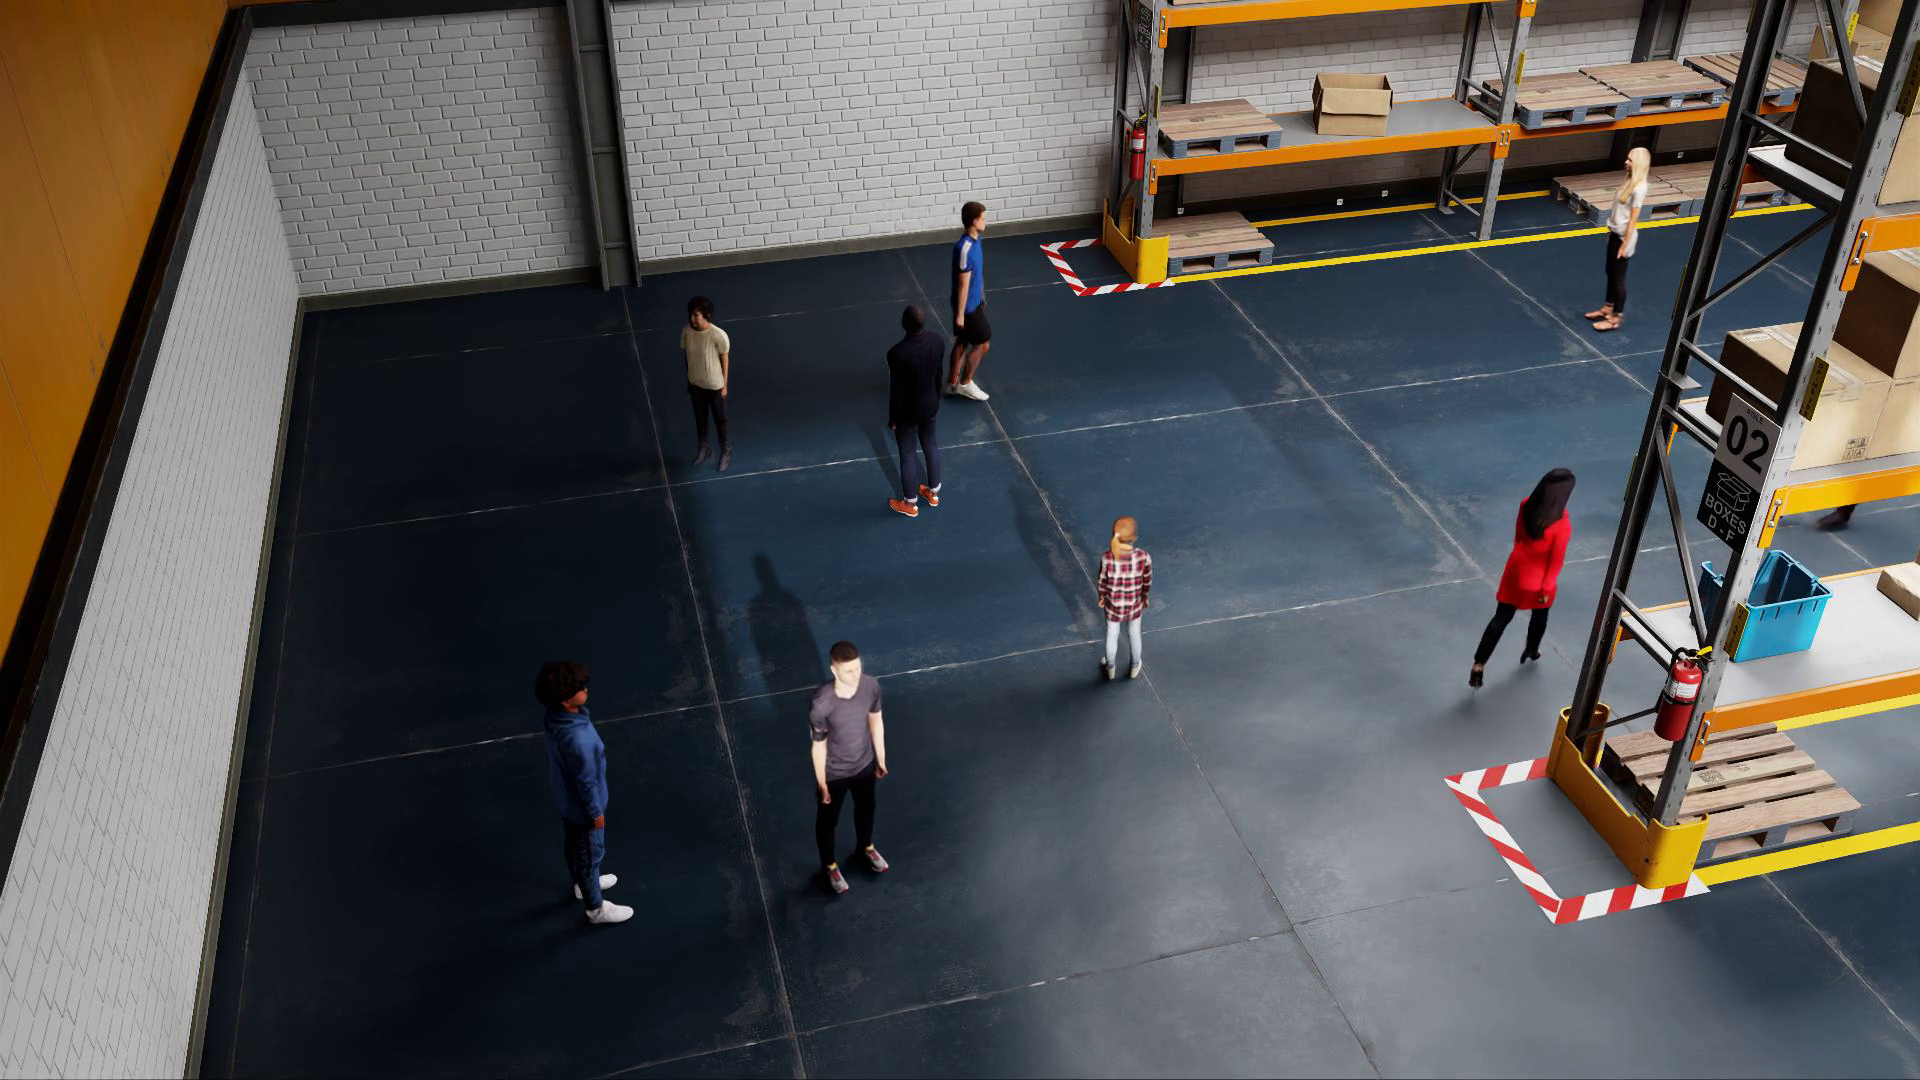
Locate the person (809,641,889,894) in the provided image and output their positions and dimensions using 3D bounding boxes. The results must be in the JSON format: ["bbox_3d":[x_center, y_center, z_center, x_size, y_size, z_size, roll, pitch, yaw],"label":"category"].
[{"bbox_3d":[-0.663,1.307,9.806,0.602,1.762,0.764,-22,39,-29],"label":"person"}]

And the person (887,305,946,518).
[{"bbox_3d":[-0.349,-1.042,13.288,0.704,1.819,0.840,-26,41,-33],"label":"person"}]

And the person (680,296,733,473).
[{"bbox_3d":[-2.110,-1.316,13.909,0.622,1.588,0.709,14,36,20],"label":"person"}]

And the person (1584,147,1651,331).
[{"bbox_3d":[6.434,-2.930,16.124,0.636,1.824,0.649,3,34,5],"label":"person"}]

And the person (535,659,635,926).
[{"bbox_3d":[-2.191,1.438,9.567,0.627,1.809,0.720,-16,37,-22],"label":"person"}]

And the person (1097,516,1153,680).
[{"bbox_3d":[1.142,0.408,11.570,0.511,1.306,0.636,1,34,2],"label":"person"}]

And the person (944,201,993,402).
[{"bbox_3d":[-0.029,-2.129,14.902,0.816,1.844,0.801,5,34,7],"label":"person"}]

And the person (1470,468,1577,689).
[{"bbox_3d":[3.837,0.294,11.373,1.174,1.714,0.890,-24,40,-31],"label":"person"}]
